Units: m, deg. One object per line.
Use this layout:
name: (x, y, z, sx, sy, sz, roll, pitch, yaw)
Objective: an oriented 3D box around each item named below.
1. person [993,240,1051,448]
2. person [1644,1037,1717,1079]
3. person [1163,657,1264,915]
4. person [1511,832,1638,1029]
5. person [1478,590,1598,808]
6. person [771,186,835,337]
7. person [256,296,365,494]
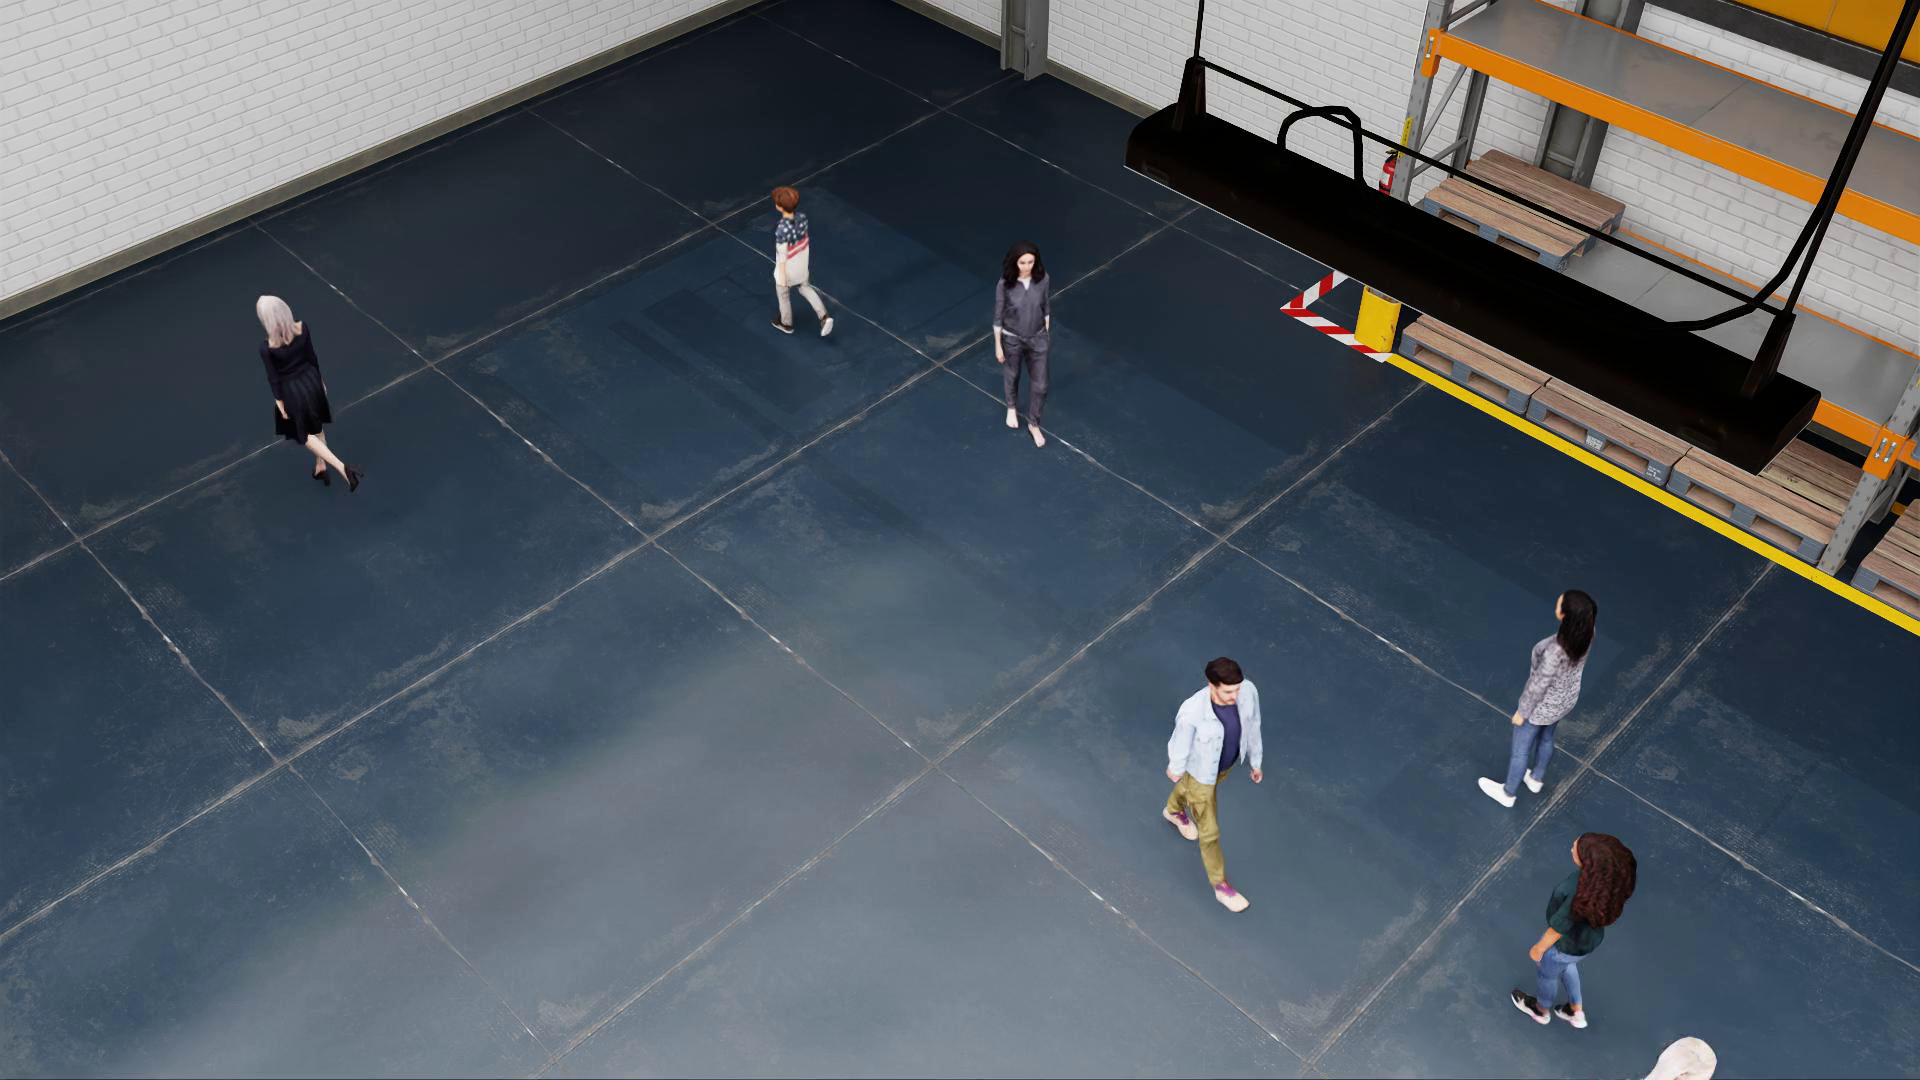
person: (0.452, -1.597, 12.740, 0.835, 1.743, 0.920, -7, 44, -7)
person: (3.195, 2.843, 8.056, 0.880, 1.774, 1.199, -19, 47, -19)
person: (1.409, 1.251, 9.735, 0.846, 1.763, 1.219, -24, 49, -23)
person: (3.332, 2.168, 8.889, 0.623, 1.603, 0.684, -30, 51, -28)
person: (3.561, 0.965, 10.059, 0.645, 1.731, 0.579, -27, 50, -26)
person: (-1.330, -2.268, 13.673, 0.866, 1.427, 0.584, 27, 50, 26)
person: (-4.744, -1.016, 12.138, 0.958, 1.732, 0.724, 24, 49, 24)
